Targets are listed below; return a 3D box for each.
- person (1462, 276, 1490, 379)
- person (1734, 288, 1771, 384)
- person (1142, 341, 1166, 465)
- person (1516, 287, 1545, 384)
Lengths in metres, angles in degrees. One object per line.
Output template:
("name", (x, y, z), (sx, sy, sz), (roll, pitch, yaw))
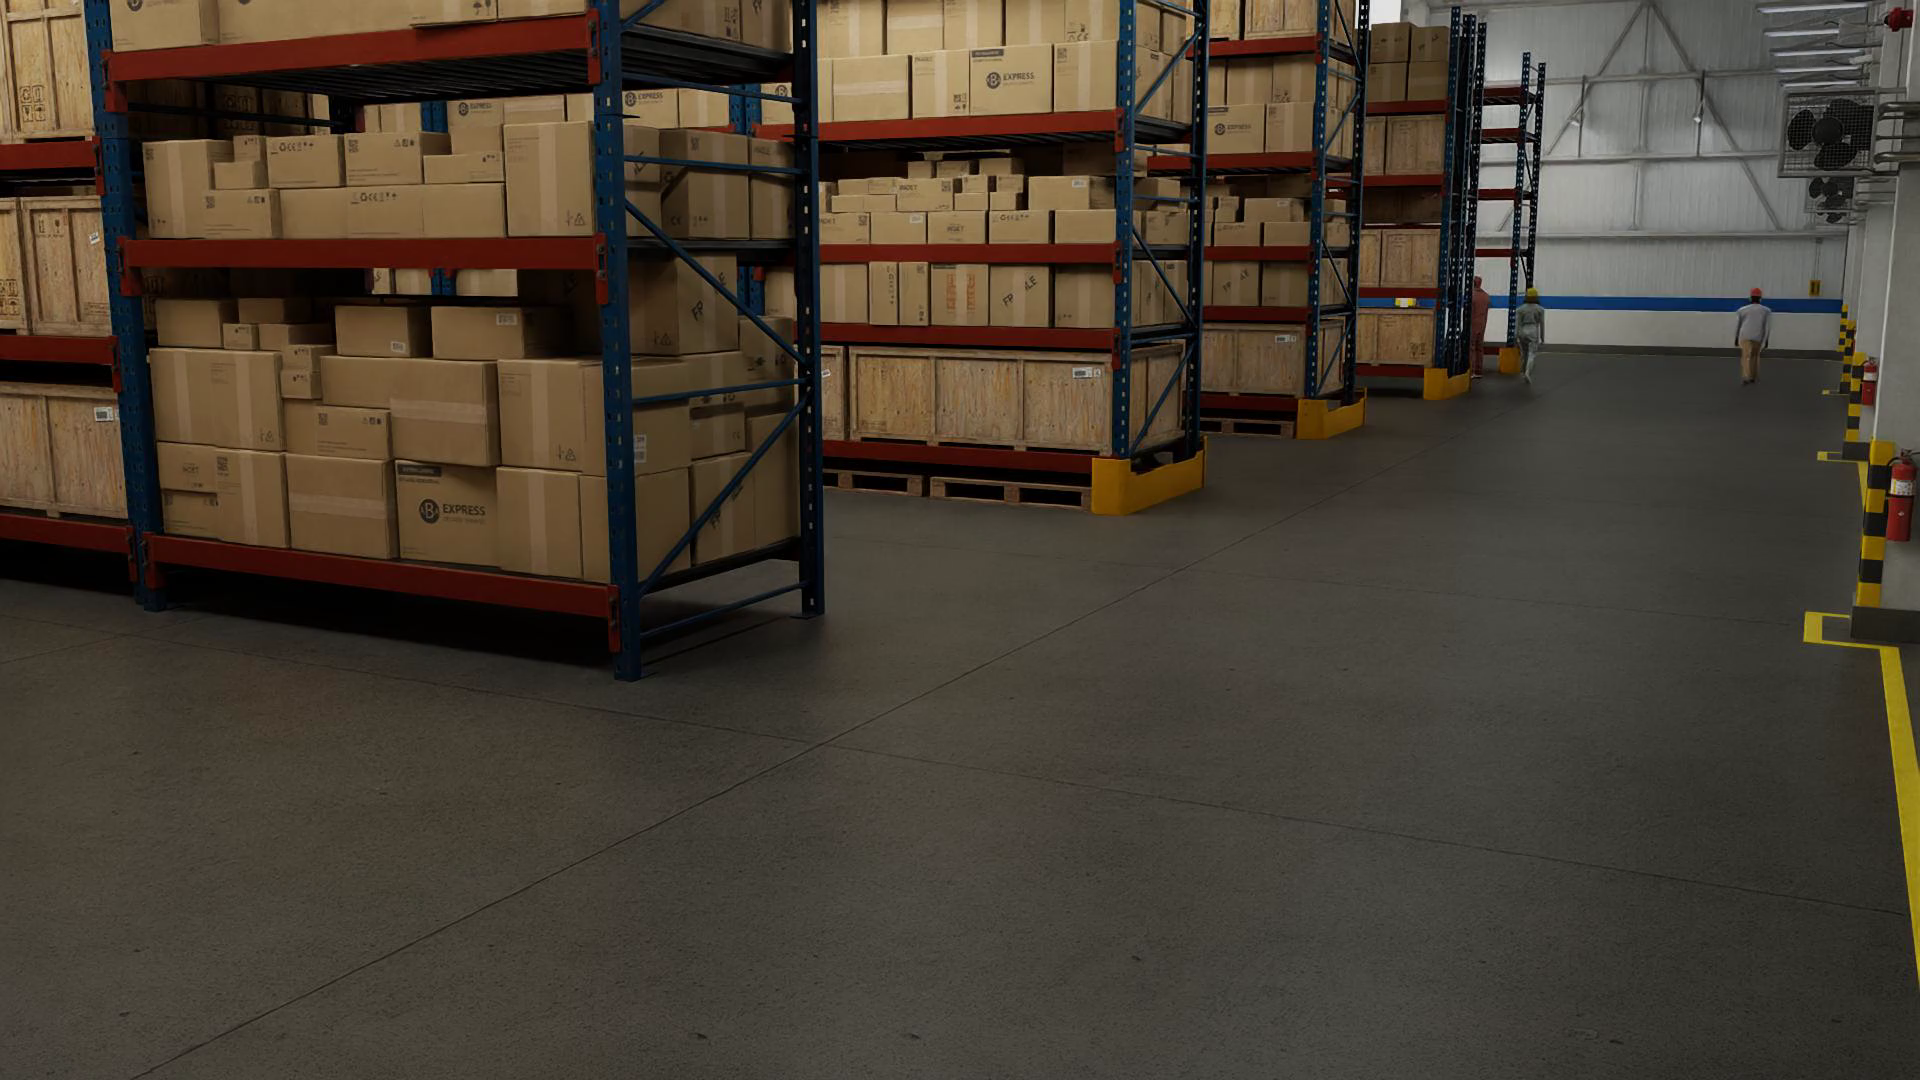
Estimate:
("person", (9.518, -3.937, 30.855), (0.651, 1.907, 0.409), (-8, 12, -38))
("person", (14.115, -3.630, 29.641), (0.573, 1.716, 0.875), (5, 11, 26))
("person", (1.966, -1.730, 18.046), (0.637, 1.918, 0.565), (7, 12, 36))
("person", (10.221, -3.671, 29.861), (0.485, 1.719, 0.790), (5, 11, 26))
